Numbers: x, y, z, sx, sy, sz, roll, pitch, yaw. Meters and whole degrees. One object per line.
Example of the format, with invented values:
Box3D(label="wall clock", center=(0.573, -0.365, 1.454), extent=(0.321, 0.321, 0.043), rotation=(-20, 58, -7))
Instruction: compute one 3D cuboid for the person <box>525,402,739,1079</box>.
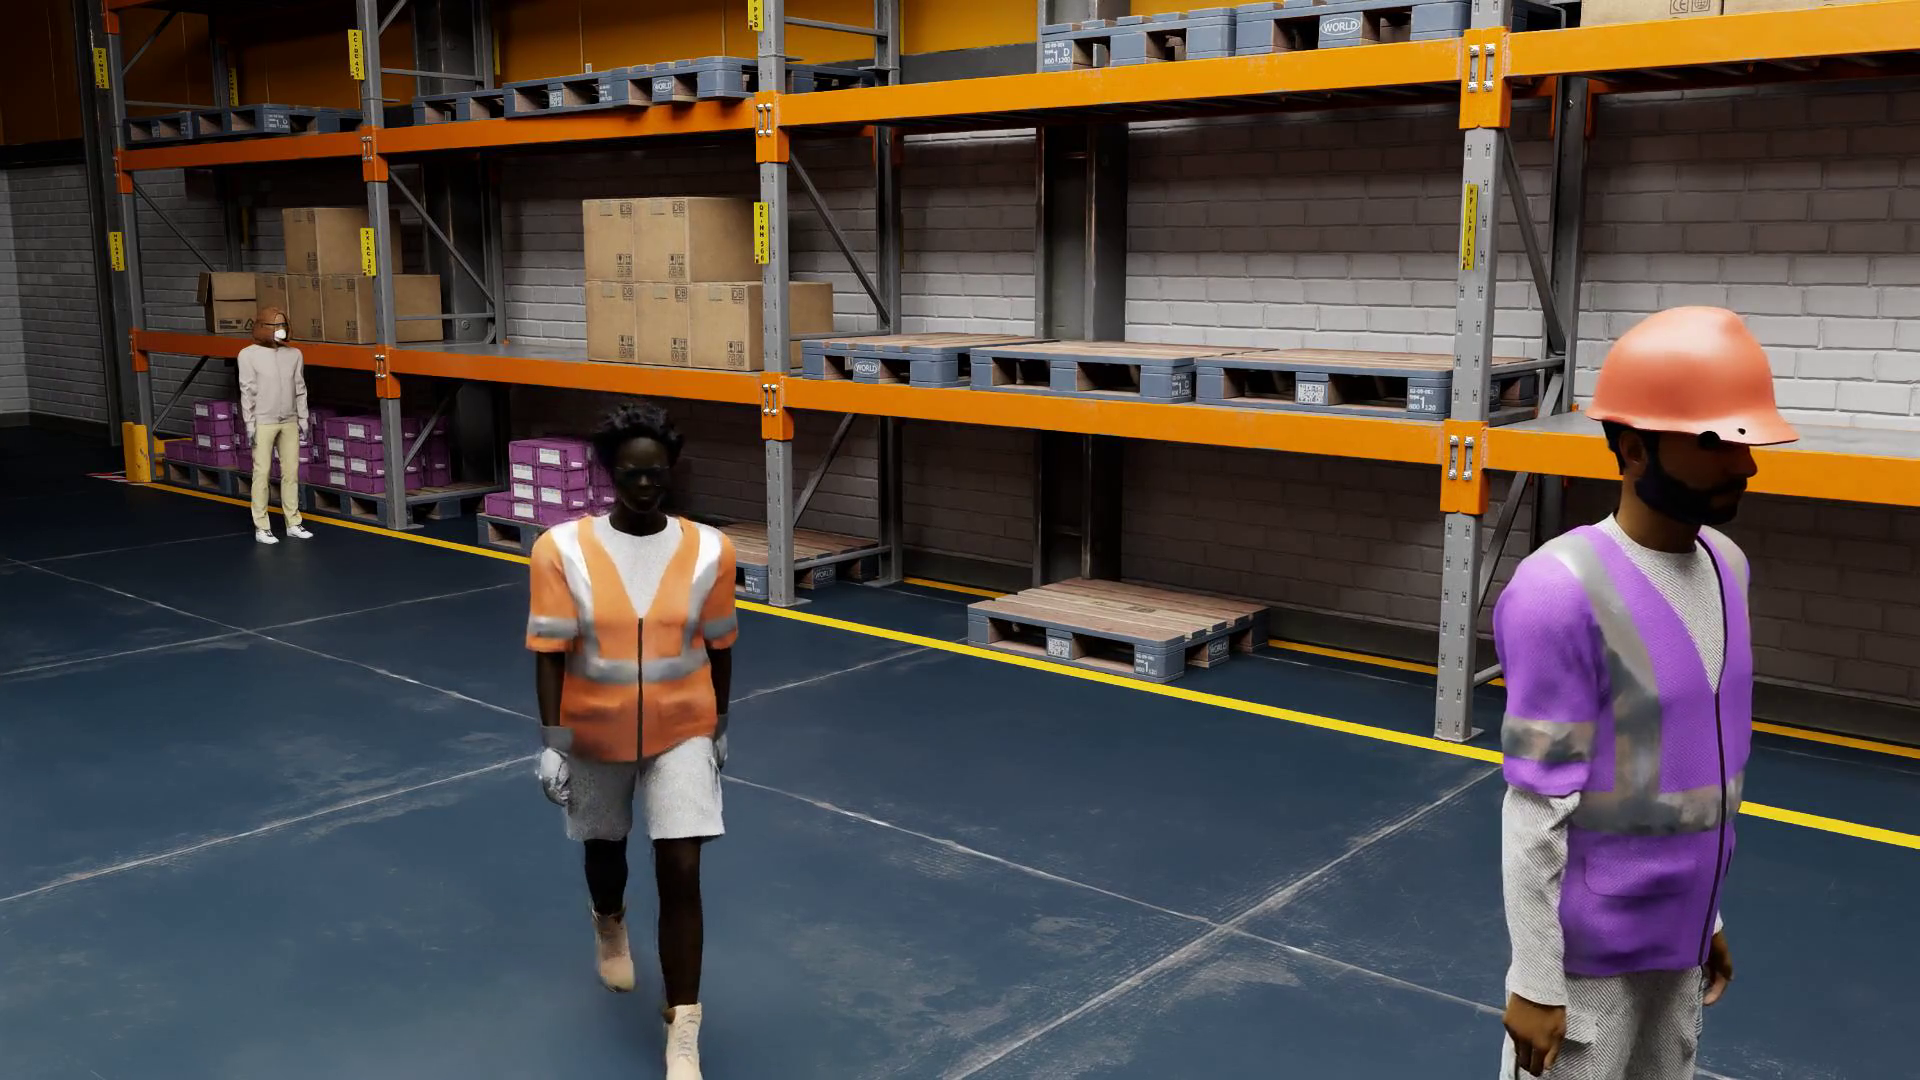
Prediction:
Box3D(label="person", center=(-0.821, 0.465, 4.216), extent=(0.528, 1.663, 0.856), rotation=(-3, 10, -14))

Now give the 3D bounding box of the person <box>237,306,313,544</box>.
Box3D(label="person", center=(-4.720, -0.792, 11.475), extent=(0.277, 1.629, 0.497), rotation=(7, 12, 34))

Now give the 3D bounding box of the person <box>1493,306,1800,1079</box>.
Box3D(label="person", center=(1.068, 0.606, 2.625), extent=(0.550, 1.935, 0.375), rotation=(-7, 12, -37))
